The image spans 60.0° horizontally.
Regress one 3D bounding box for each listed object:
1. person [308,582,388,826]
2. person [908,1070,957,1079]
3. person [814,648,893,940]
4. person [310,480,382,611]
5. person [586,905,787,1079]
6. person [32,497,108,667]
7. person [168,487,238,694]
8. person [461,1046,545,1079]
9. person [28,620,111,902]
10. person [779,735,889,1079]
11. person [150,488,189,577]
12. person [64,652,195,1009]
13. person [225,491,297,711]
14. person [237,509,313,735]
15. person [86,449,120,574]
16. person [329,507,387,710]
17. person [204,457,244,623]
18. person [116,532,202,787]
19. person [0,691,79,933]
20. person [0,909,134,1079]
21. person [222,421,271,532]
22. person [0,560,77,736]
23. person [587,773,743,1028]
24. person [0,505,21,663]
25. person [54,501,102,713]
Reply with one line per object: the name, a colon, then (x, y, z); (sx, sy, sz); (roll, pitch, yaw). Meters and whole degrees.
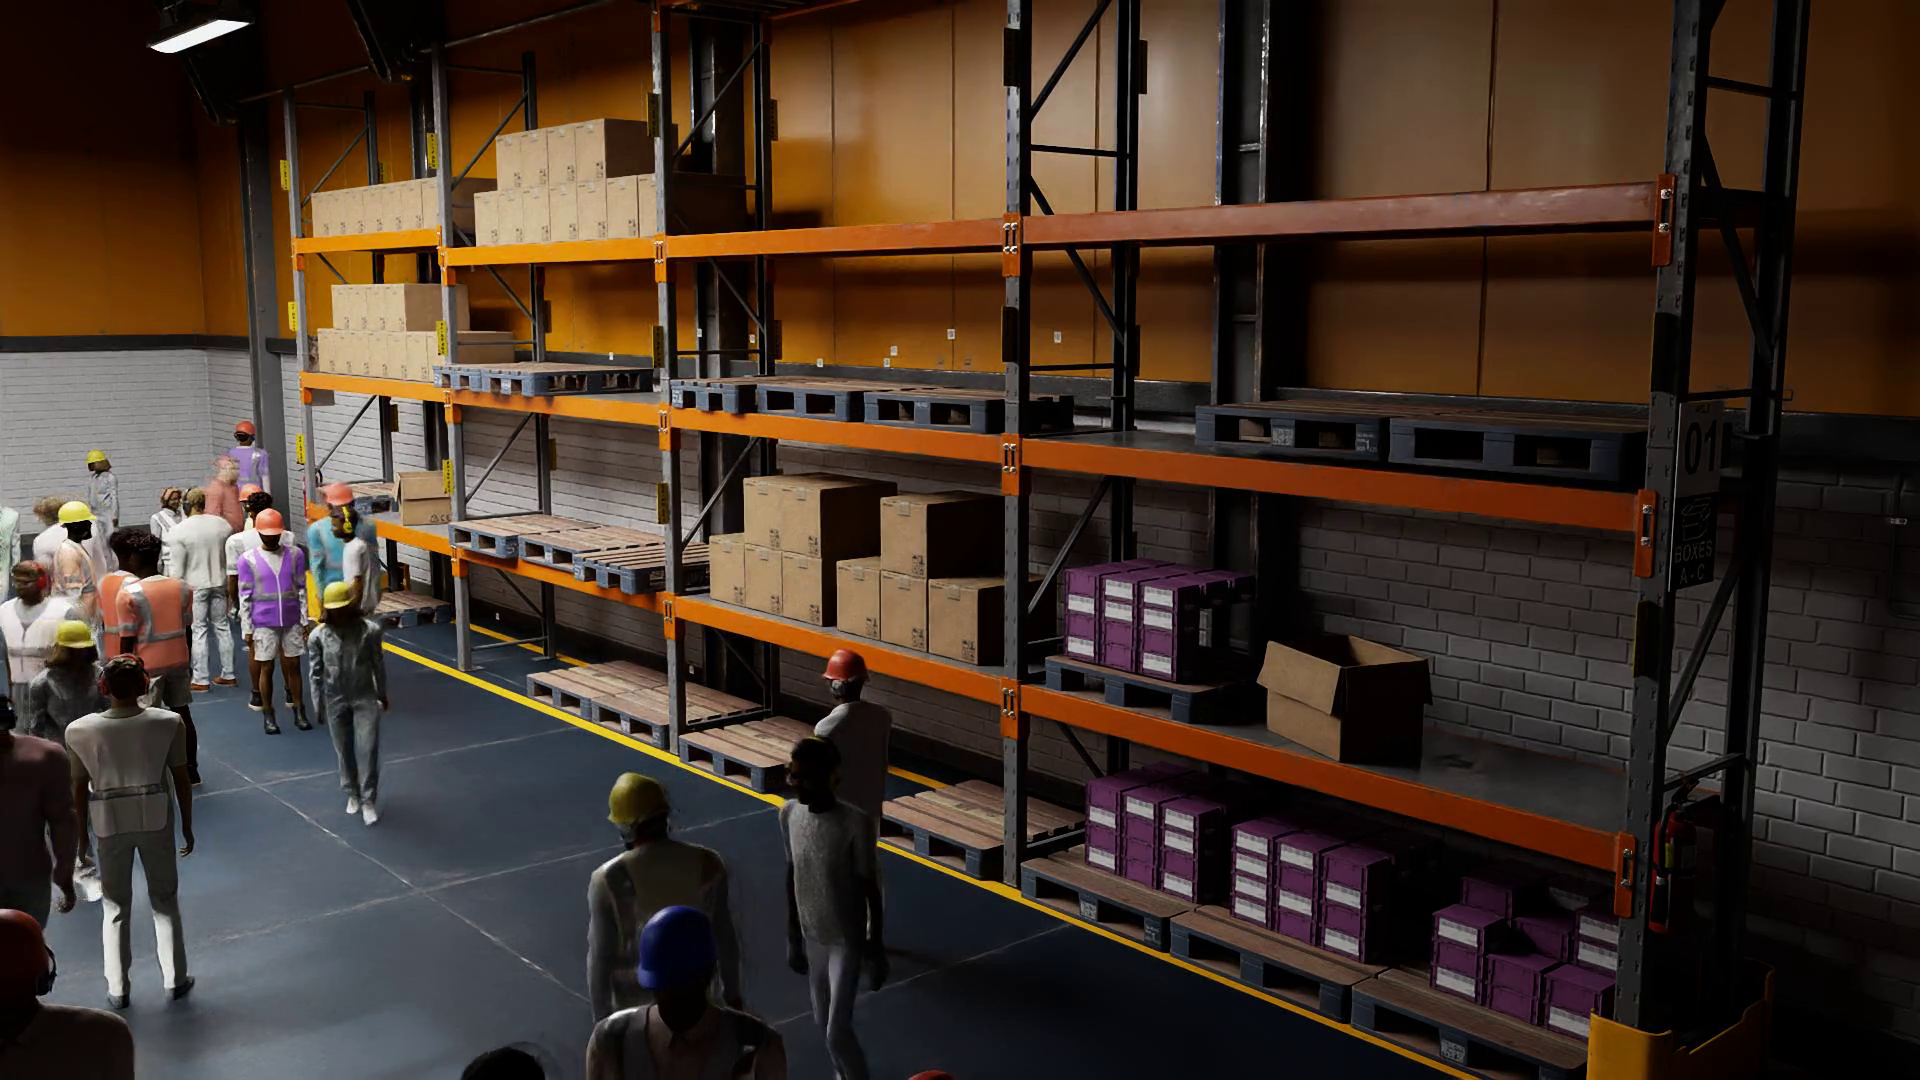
person: (-4.271, 1.129, 11.620); (0.497, 1.702, 0.735); (-2, 9, -17)
person: (-0.056, 2.178, 4.250); (0.557, 1.743, 0.360); (5, 10, 31)
person: (-0.616, 1.461, 9.179); (0.327, 1.752, 0.563); (6, 10, 37)
person: (-5.765, 0.408, 15.638); (0.616, 2.015, 0.840); (-3, 9, -22)
person: (-0.797, 1.991, 4.826); (0.605, 1.949, 0.384); (0, 8, 1)
person: (-8.084, 0.536, 15.163); (0.363, 1.896, 0.704); (5, 9, 29)
person: (-7.062, 0.464, 15.516); (0.372, 1.932, 0.625); (5, 10, 31)
person: (-1.124, 2.148, 4.064); (0.582, 1.860, 0.981); (8, 11, 43)
person: (-5.339, 1.340, 10.164); (0.825, 1.706, 0.514); (6, 10, 35)
person: (-0.523, 1.714, 7.154); (0.518, 1.843, 0.508); (6, 10, 38)
person: (-8.512, 0.247, 18.014); (0.308, 1.640, 0.511); (3, 9, 23)
person: (-4.264, 1.501, 8.587); (0.566, 1.846, 0.387); (-3, 9, -22)
person: (-6.198, 0.540, 14.843); (0.603, 1.966, 0.372); (-3, 9, -22)
person: (-5.762, 0.684, 14.016); (0.549, 1.924, 0.390); (-6, 10, -37)
person: (-11.123, -0.312, 21.582); (0.492, 1.738, 0.327); (3, 9, 23)
person: (-5.335, 0.619, 14.752); (0.426, 1.845, 0.540); (-3, 9, -22)
person: (-8.371, 0.000, 18.924); (0.448, 1.878, 0.701); (-1, 8, -6)
person: (-5.928, 0.916, 12.282); (0.385, 1.957, 0.603); (4, 9, 26)
person: (-4.367, 1.608, 7.643); (0.616, 1.894, 0.880); (-7, 11, -41)
person: (-2.635, 1.990, 4.715); (0.617, 1.986, 0.408); (-4, 9, -25)
person: (-9.575, -0.581, 22.375); (0.609, 2.043, 0.397); (-1, 8, -4)
person: (-6.605, 1.023, 12.044); (0.571, 1.822, 0.821); (0, 8, 2)
person: (-1.181, 1.823, 6.678); (0.653, 1.761, 0.998); (-5, 9, -29)
person: (-9.807, 0.298, 16.806); (0.609, 1.895, 0.523); (-5, 10, -31)
person: (-7.614, 0.622, 14.400); (0.356, 1.930, 0.592); (-4, 9, -27)
